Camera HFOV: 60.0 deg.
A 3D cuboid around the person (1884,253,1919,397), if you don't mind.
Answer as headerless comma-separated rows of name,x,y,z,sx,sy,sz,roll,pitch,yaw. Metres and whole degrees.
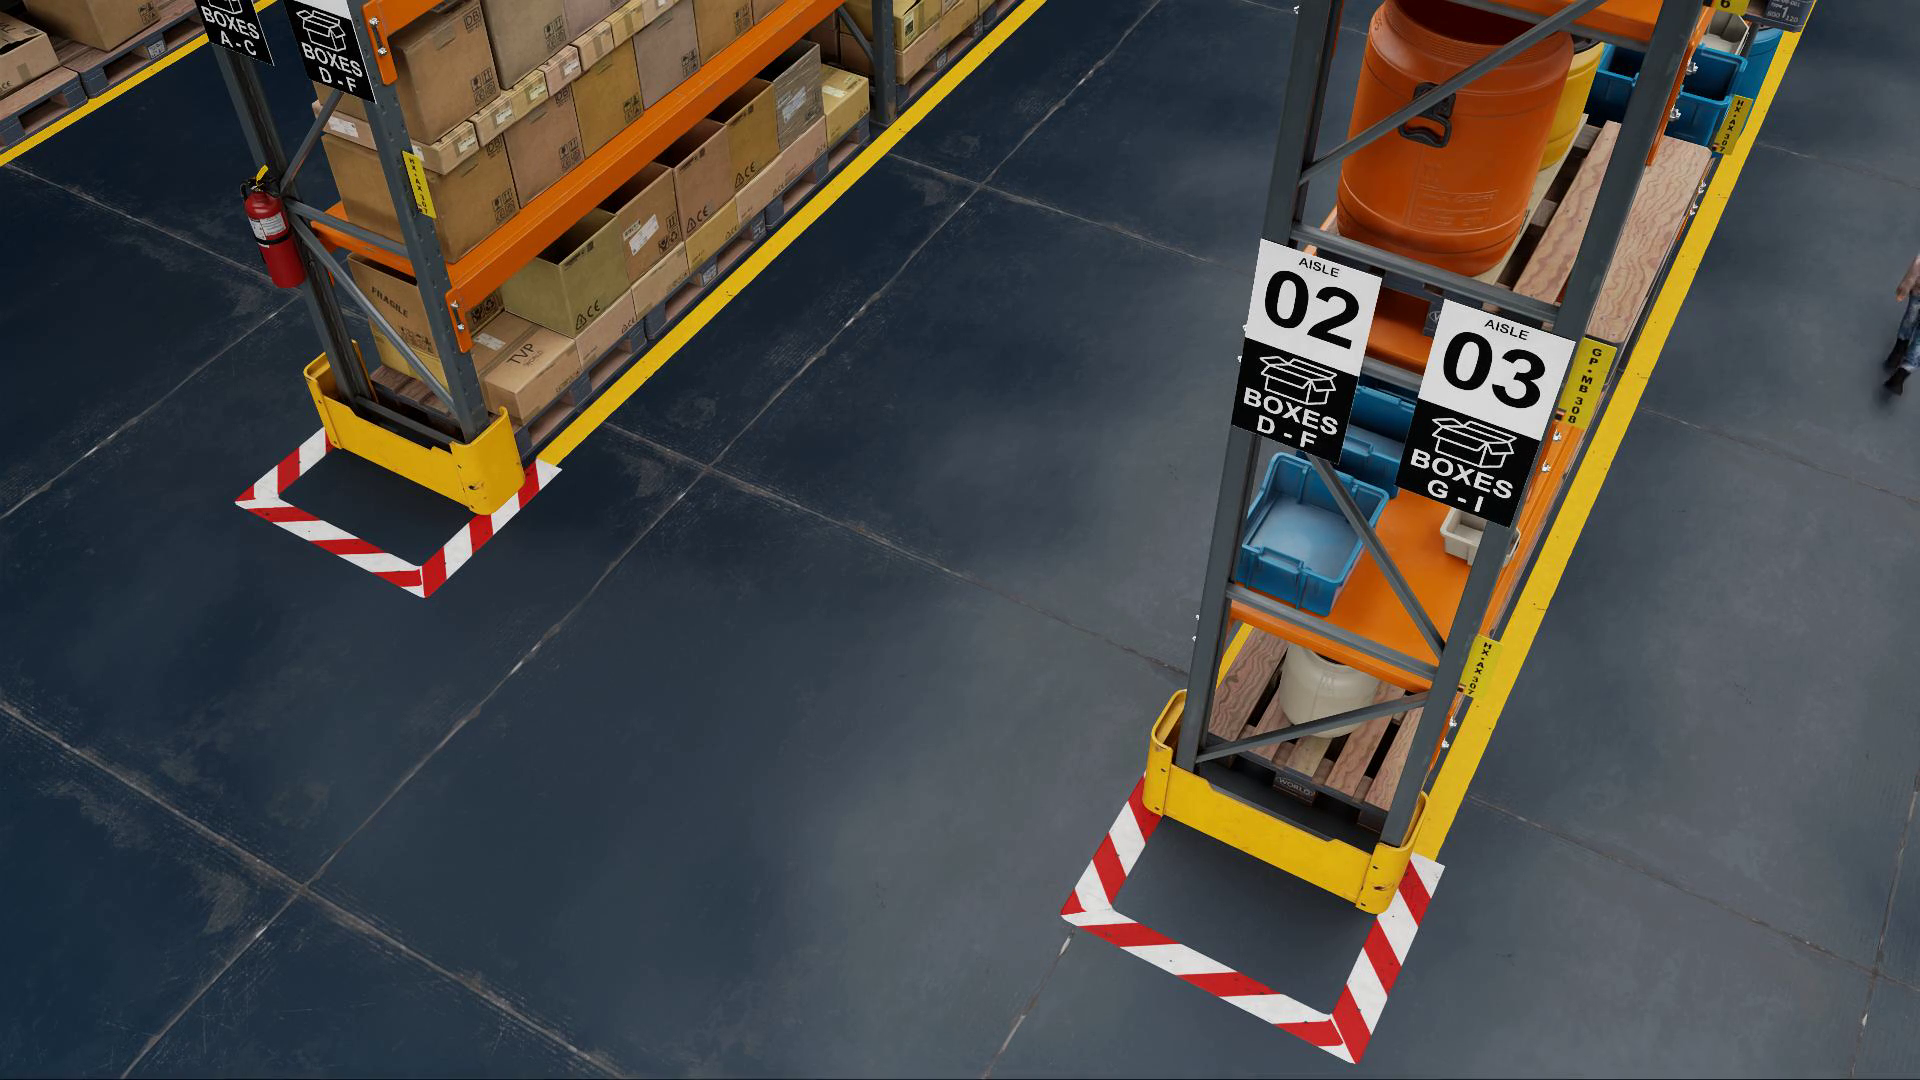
person,5.363,-1.392,9.126,0.529,1.167,0.807,26,52,22
